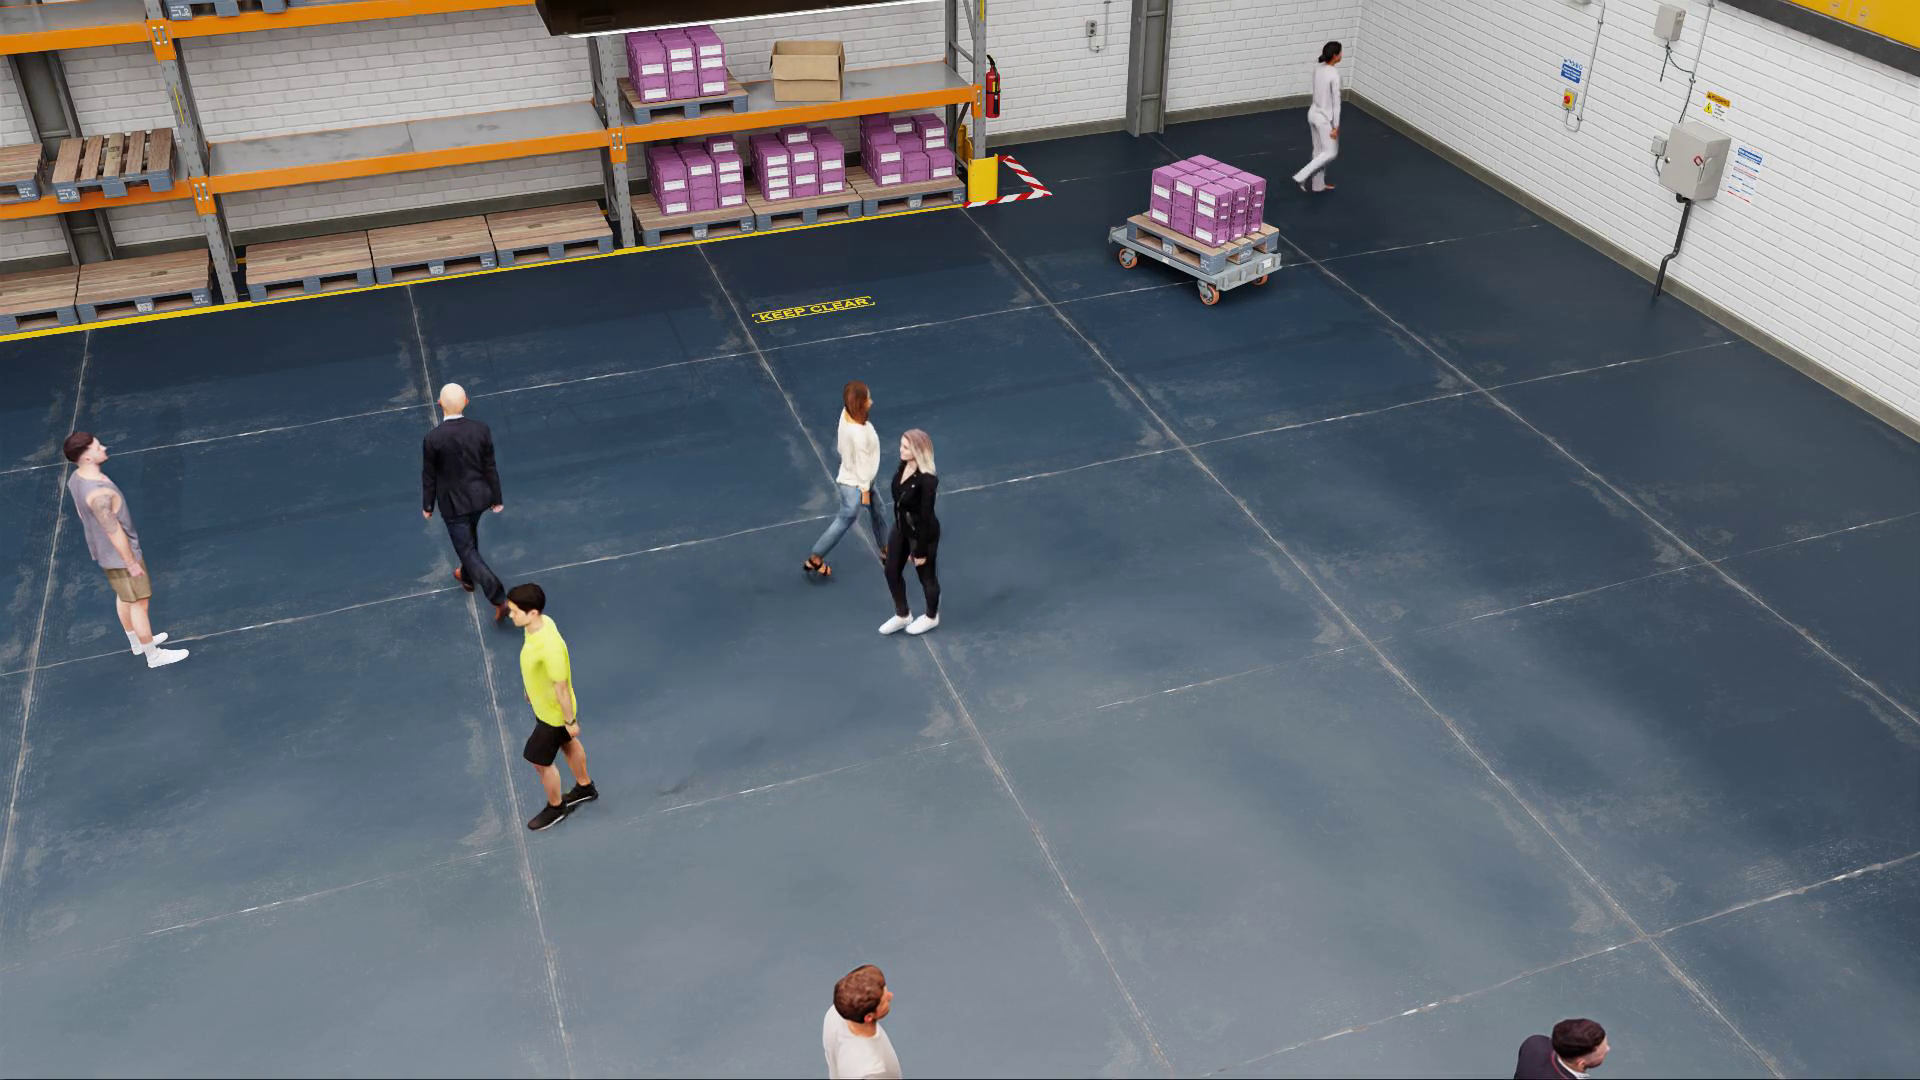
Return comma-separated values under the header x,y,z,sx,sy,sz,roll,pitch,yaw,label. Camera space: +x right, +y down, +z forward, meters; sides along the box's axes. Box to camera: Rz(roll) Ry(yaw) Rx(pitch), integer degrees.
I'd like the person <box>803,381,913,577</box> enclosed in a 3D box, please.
x,y,z,sx,sy,sz,roll,pitch,yaw,label
-0.845,-0.402,12.190,1.105,1.634,0.737,-8,34,-11,person

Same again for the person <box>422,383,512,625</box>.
x,y,z,sx,sy,sz,roll,pitch,yaw,label
-3.485,-0.232,11.814,1.066,1.768,1.222,28,43,35,person

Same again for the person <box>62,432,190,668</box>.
x,y,z,sx,sy,sz,roll,pitch,yaw,label
-5.754,0.065,11.358,0.719,1.847,0.731,27,42,35,person

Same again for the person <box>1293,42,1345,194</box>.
x,y,z,sx,sy,sz,roll,pitch,yaw,label
3.987,-4.680,18.547,0.876,1.722,0.653,-14,36,-20,person

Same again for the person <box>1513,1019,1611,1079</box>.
x,y,z,sx,sy,sz,roll,pitch,yaw,label
2.536,2.728,7.291,0.637,1.845,0.704,-4,34,-6,person

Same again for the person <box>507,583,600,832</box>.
x,y,z,sx,sy,sz,roll,pitch,yaw,label
-2.402,0.959,10.089,0.742,1.693,0.701,-15,37,-22,person

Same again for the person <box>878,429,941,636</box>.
x,y,z,sx,sy,sz,roll,pitch,yaw,label
-0.218,-0.060,11.637,0.737,1.677,0.700,-19,38,-26,person

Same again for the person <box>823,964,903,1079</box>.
x,y,z,sx,sy,sz,roll,pitch,yaw,label
-0.413,2.602,7.426,0.601,1.905,0.672,-15,36,-21,person
